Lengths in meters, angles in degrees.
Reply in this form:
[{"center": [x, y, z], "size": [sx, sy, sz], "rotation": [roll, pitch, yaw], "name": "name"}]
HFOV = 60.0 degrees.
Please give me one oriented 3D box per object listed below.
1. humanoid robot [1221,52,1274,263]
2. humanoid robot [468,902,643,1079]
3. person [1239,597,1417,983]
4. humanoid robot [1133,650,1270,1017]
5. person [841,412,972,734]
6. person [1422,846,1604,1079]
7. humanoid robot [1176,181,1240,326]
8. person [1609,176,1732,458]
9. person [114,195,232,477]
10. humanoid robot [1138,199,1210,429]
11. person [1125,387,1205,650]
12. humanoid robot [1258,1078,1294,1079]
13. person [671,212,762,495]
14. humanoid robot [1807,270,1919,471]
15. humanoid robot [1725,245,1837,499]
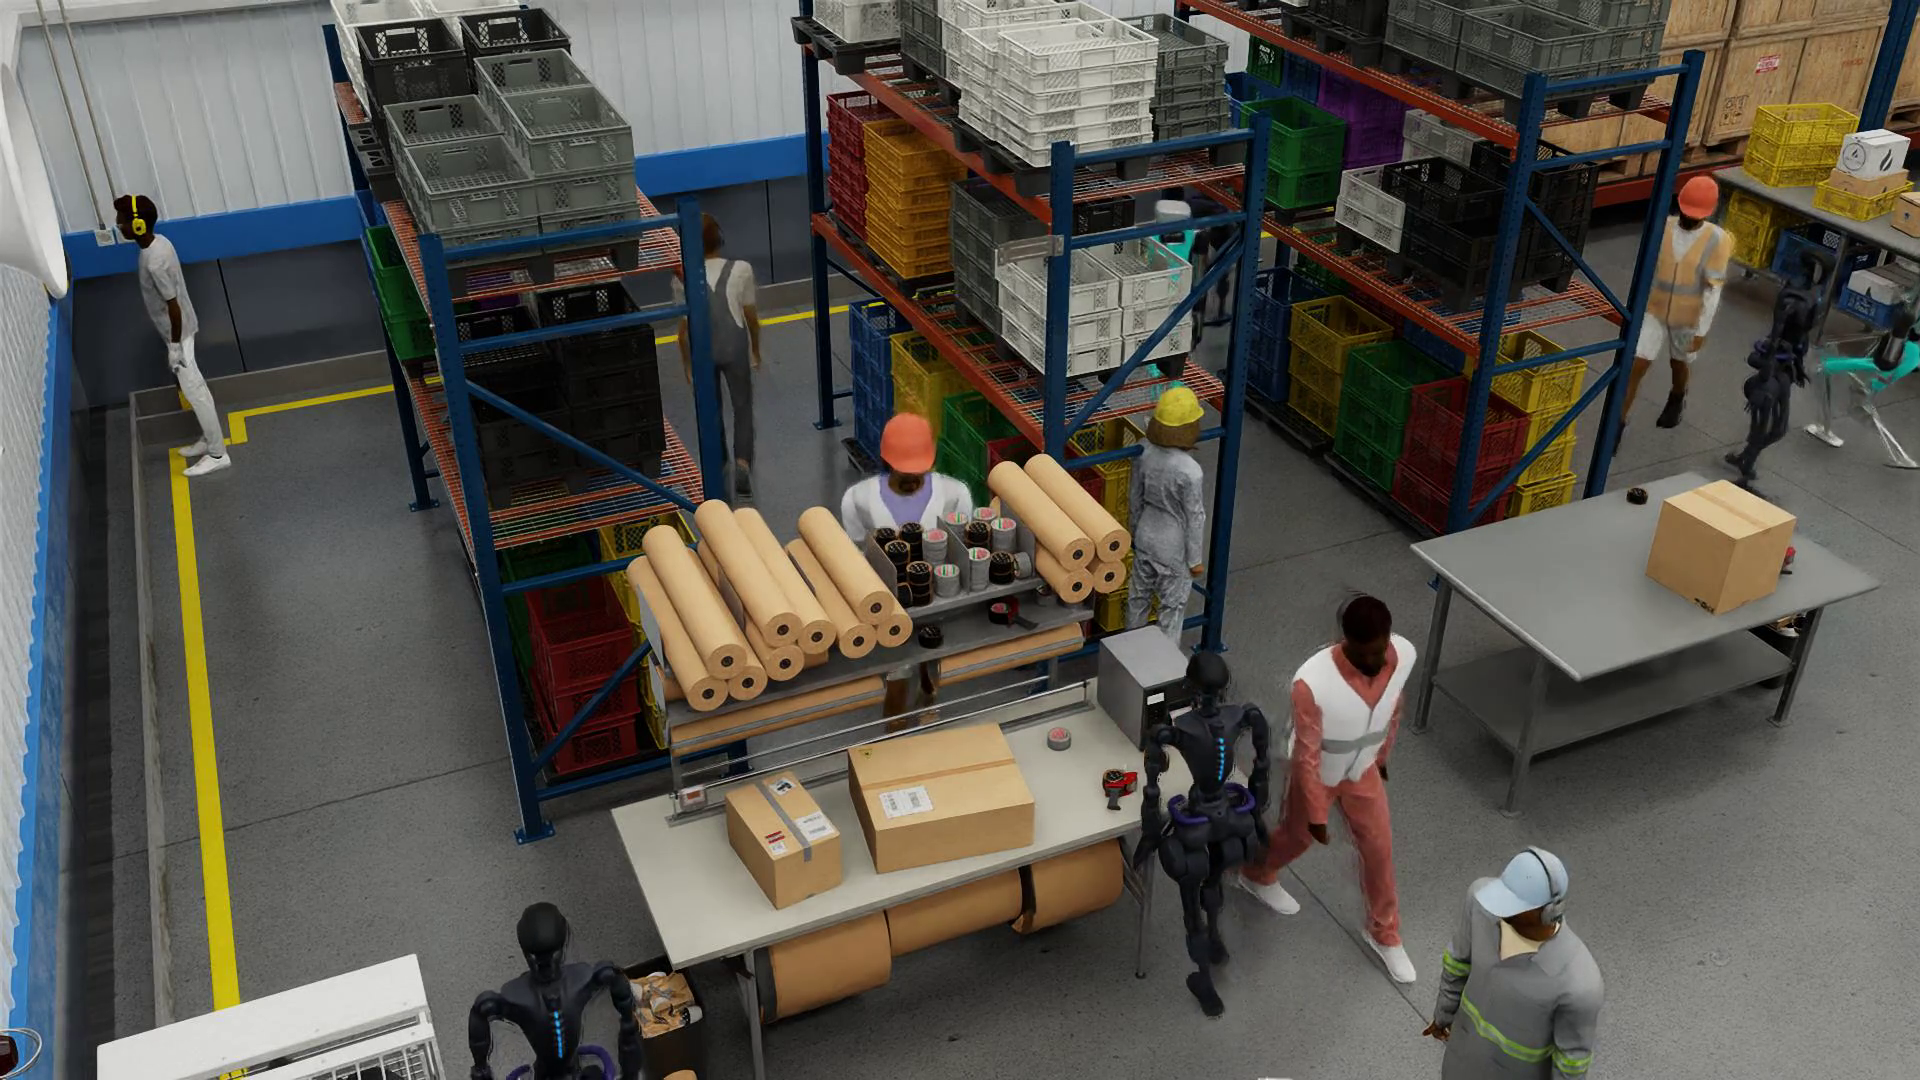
[{"center": [2.259, -3.065, 13.420], "size": [0.735, 1.677, 0.533], "rotation": [-8, 32, -13], "name": "humanoid robot"}, {"center": [-1.319, 1.913, 5.521], "size": [0.613, 1.650, 0.423], "rotation": [-14, 34, -22], "name": "humanoid robot"}, {"center": [1.572, 0.957, 6.904], "size": [0.597, 1.851, 0.831], "rotation": [-14, 34, -22], "name": "person"}, {"center": [1.006, 1.176, 6.734], "size": [0.589, 1.637, 0.544], "rotation": [-10, 33, -15], "name": "humanoid robot"}, {"center": [-0.232, 0.284, 7.851], "size": [0.618, 2.011, 0.908], "rotation": [-3, 32, -5], "name": "person"}, {"center": [1.793, 1.753, 5.614], "size": [0.396, 1.850, 0.596], "rotation": [-15, 35, -23], "name": "person"}, {"center": [1.867, -2.410, 12.553], "size": [0.599, 1.641, 0.406], "rotation": [8, 33, 13], "name": "humanoid robot"}, {"center": [4.683, -1.496, 10.894], "size": [0.552, 1.909, 0.953], "rotation": [21, 37, 30], "name": "person"}, {"center": [-4.994, -1.290, 10.538], "size": [0.336, 1.872, 0.517], "rotation": [-12, 34, -19], "name": "person"}, {"center": [1.350, -1.205, 10.579], "size": [0.532, 1.767, 1.012], "rotation": [-4, 32, -7], "name": "humanoid robot"}, {"center": [1.066, 0.011, 8.544], "size": [0.296, 1.744, 0.483], "rotation": [-23, 38, -32], "name": "person"}, {"center": [0.921, 2.432, 4.706], "size": [0.552, 1.872, 0.831], "rotation": [-2, 32, -4], "name": "humanoid robot"}, {"center": [-1.490, -1.140, 10.335], "size": [0.517, 1.822, 0.702], "rotation": [-4, 32, -7], "name": "person"}, {"center": [5.902, -1.276, 10.669], "size": [0.532, 1.749, 1.004], "rotation": [-19, 36, -28], "name": "humanoid robot"}, {"center": [5.063, -1.062, 10.353], "size": [0.616, 1.644, 0.372], "rotation": [-26, 40, -35], "name": "humanoid robot"}]
